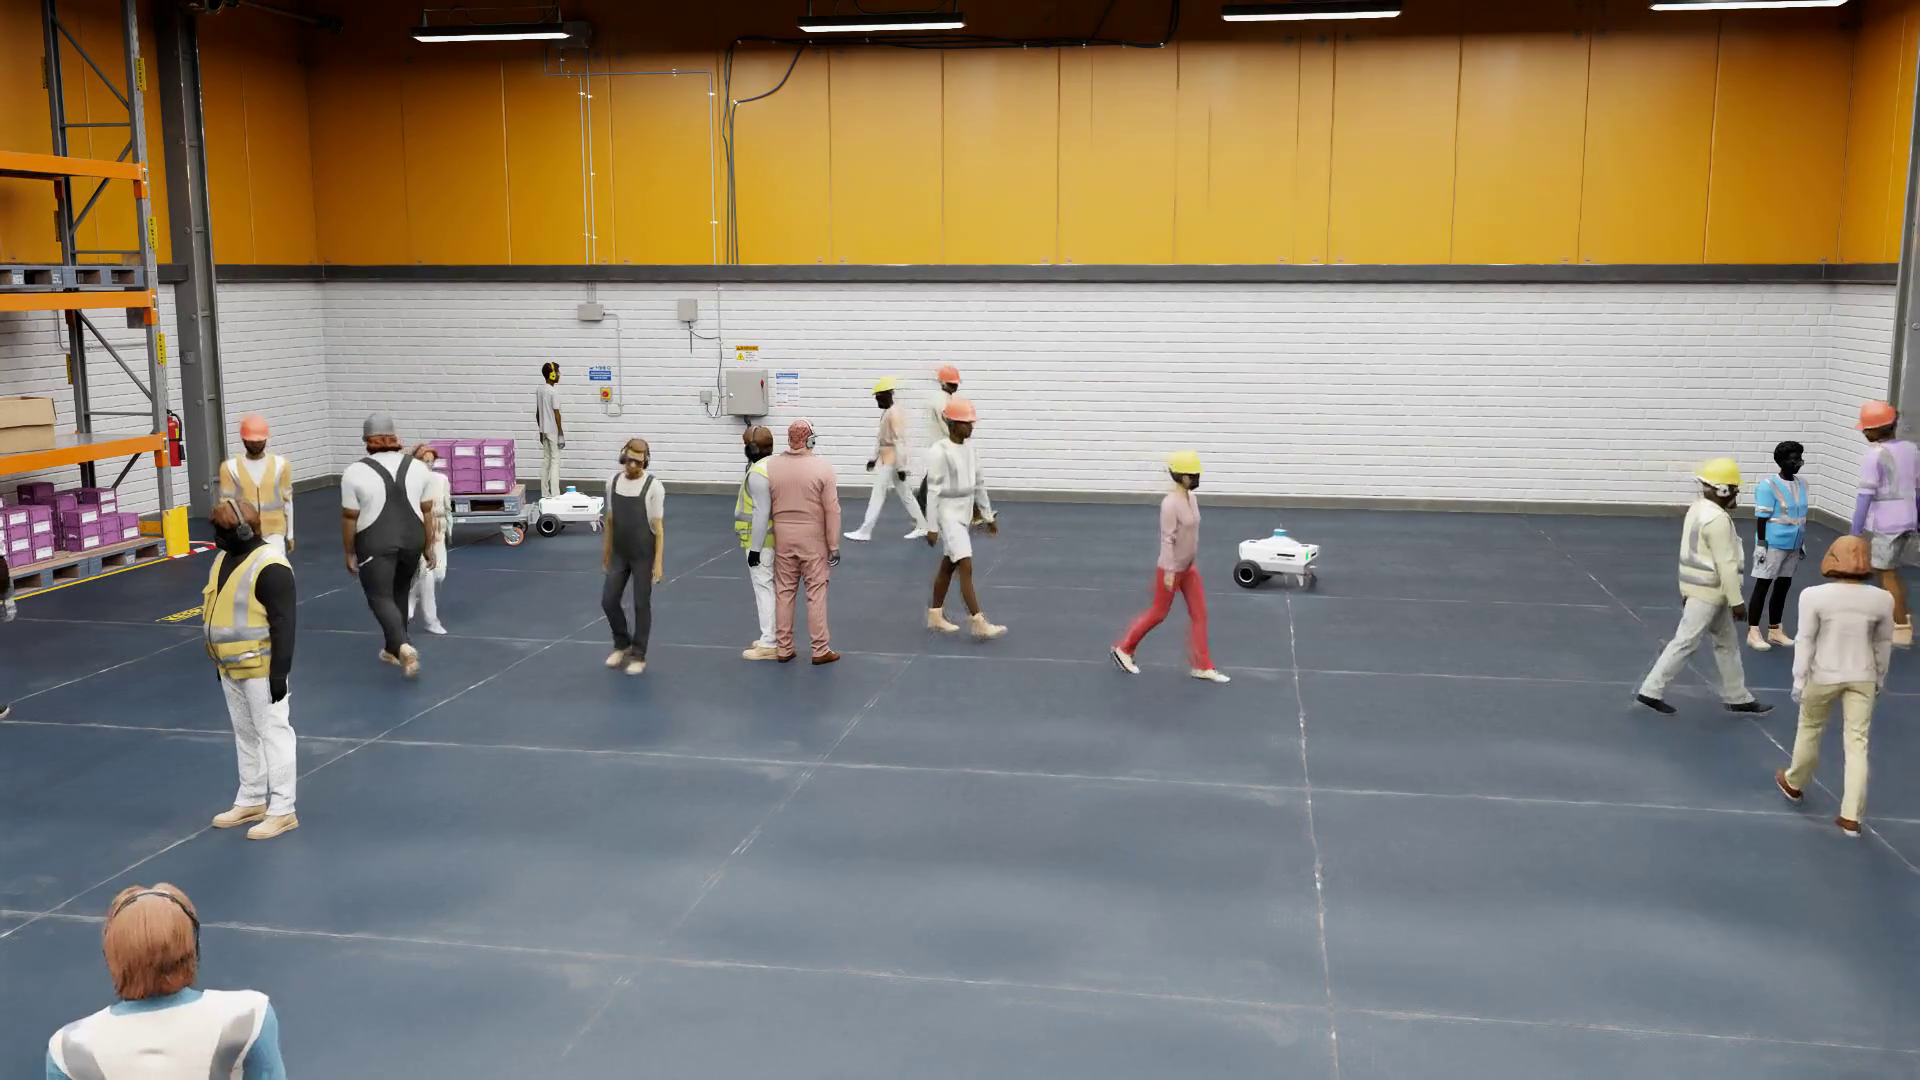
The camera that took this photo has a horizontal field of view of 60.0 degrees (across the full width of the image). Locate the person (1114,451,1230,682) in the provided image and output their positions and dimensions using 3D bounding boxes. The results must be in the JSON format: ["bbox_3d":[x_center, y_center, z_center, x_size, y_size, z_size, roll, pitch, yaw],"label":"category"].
[{"bbox_3d":[1.570,0.185,12.390,0.863,1.735,0.536,6,11,32],"label":"person"}]

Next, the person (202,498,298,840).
[{"bbox_3d":[-3.823,0.685,8.961,0.622,1.837,0.430,7,12,39],"label":"person"}]

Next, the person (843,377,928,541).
[{"bbox_3d":[-0.789,-0.908,18.799,0.989,1.859,0.578,-1,9,-4],"label":"person"}]

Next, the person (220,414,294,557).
[{"bbox_3d":[-5.727,-0.091,13.580,0.550,1.909,0.813,-4,10,-23],"label":"person"}]

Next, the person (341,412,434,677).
[{"bbox_3d":[-4.291,0.005,12.540,0.684,2.000,0.938,-8,12,-41],"label":"person"}]

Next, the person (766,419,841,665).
[{"bbox_3d":[-1.216,0.013,12.903,0.649,1.906,0.401,3,10,18],"label":"person"}]

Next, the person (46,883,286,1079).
[{"bbox_3d":[-1.818,1.611,3.861,0.515,1.619,0.662,-3,10,-17],"label":"person"}]

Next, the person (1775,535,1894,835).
[{"bbox_3d":[4.846,0.762,9.216,0.522,1.596,0.825,2,9,11],"label":"person"}]

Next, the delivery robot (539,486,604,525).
[{"bbox_3d":[-4.485,-0.377,19.214,0.707,0.478,0.477,-1,9,-4],"label":"delivery robot"}]

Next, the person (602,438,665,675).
[{"bbox_3d":[-2.440,0.131,12.475,0.554,1.814,0.420,3,10,17],"label":"person"}]

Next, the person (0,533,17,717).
[{"bbox_3d":[-6.527,0.351,10.794,0.609,1.922,1.012,-1,9,-3],"label":"person"}]

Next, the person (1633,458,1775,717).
[{"bbox_3d":[5.068,0.336,11.276,0.920,1.792,0.595,3,10,16],"label":"person"}]

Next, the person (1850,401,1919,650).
[{"bbox_3d":[7.507,-0.122,13.449,0.624,1.995,0.613,-6,11,-31],"label":"person"}]

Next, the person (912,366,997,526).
[{"bbox_3d":[-0.107,-1.092,19.680,1.046,1.923,0.603,3,10,17],"label":"person"}]

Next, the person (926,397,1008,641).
[{"bbox_3d":[0.082,-0.169,13.721,0.970,2.000,0.638,6,11,32],"label":"person"}]

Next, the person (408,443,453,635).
[{"bbox_3d":[-4.557,-0.025,14.068,0.644,1.614,0.524,7,11,35],"label":"person"}]

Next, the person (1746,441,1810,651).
[{"bbox_3d":[6.595,0.042,13.370,0.539,1.695,0.318,-4,10,-24],"label":"person"}]

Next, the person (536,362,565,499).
[{"bbox_3d":[-5.316,-1.384,21.695,0.314,1.866,0.535,-9,13,-43],"label":"person"}]

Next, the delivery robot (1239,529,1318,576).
[{"bbox_3d":[3.064,0.141,16.000,0.707,0.478,0.477,5,10,27],"label":"delivery robot"}]

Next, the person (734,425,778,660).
[{"bbox_3d":[-1.555,0.017,13.084,0.429,1.840,0.630,1,9,9],"label":"person"}]
